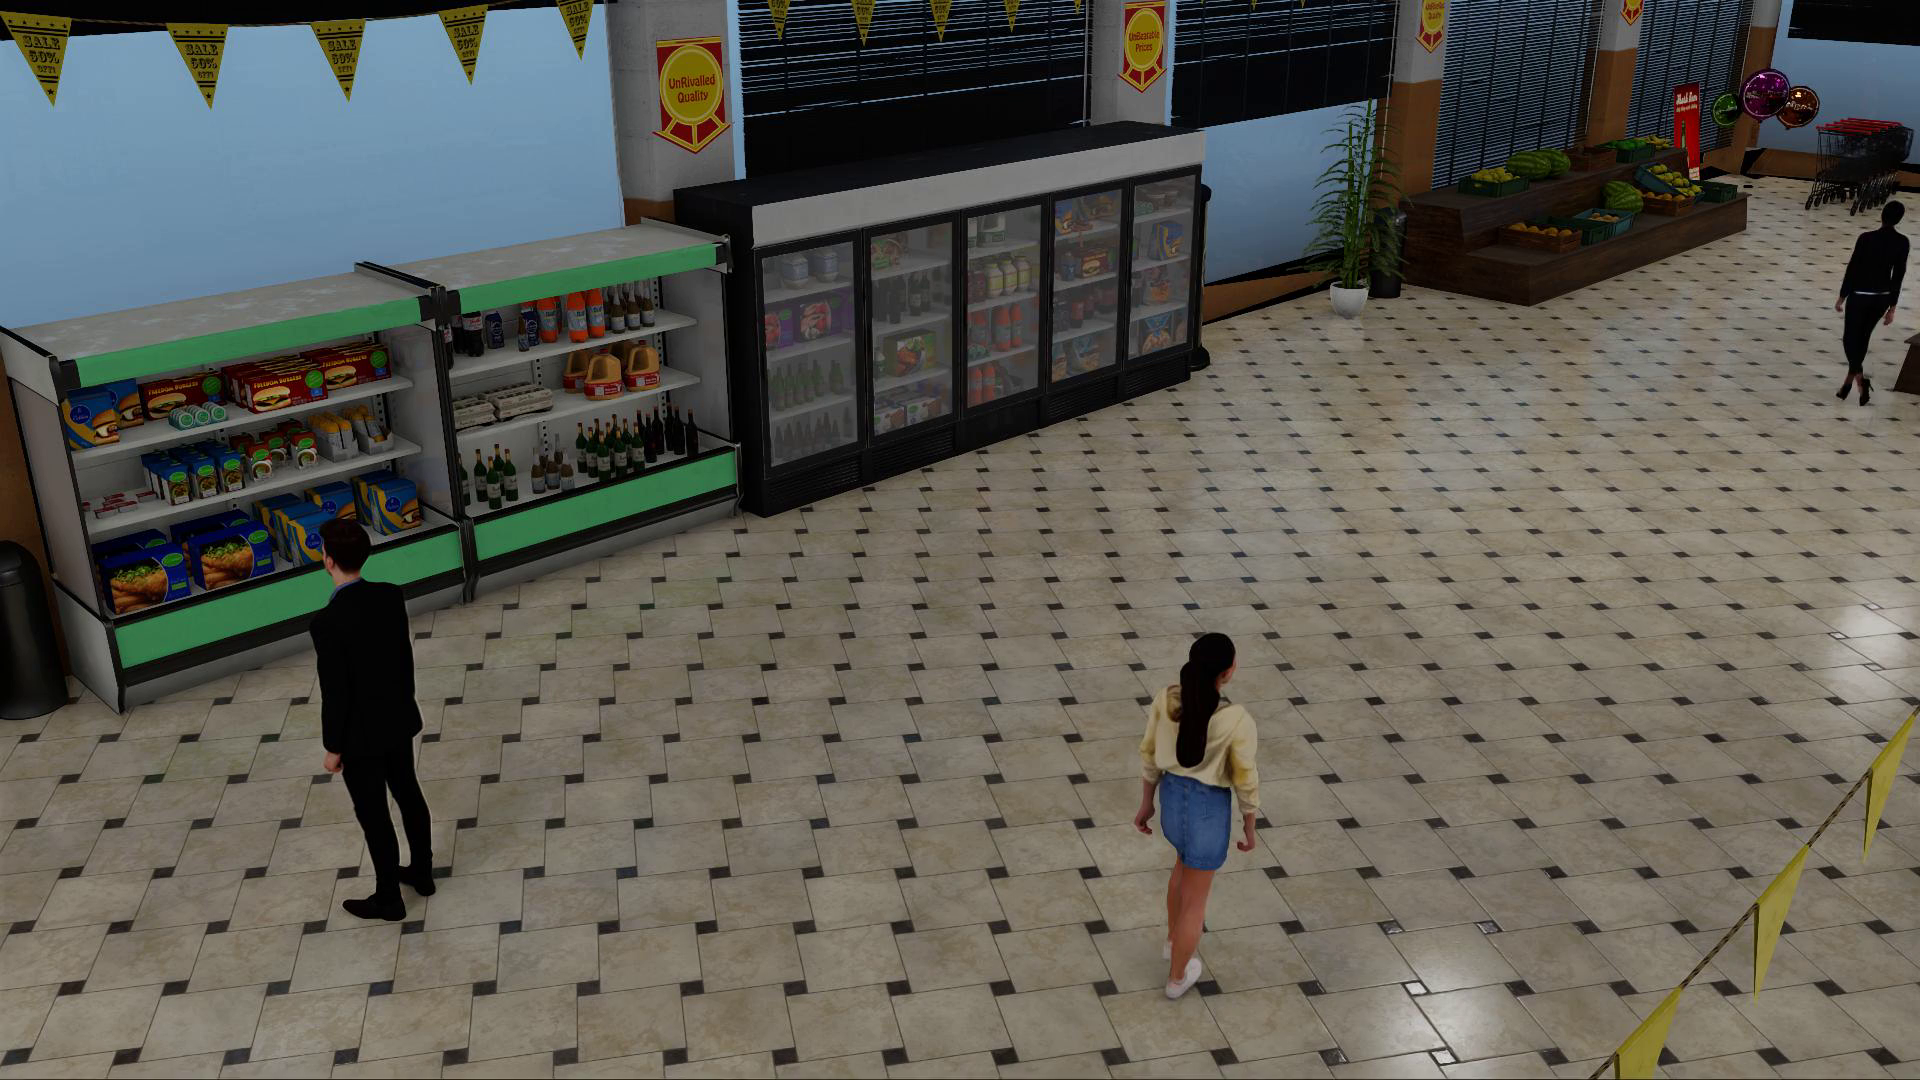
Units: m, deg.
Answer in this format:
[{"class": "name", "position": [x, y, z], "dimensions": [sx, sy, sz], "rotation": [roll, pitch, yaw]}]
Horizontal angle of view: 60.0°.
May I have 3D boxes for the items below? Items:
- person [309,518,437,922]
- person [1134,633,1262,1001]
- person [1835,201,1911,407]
[{"class": "person", "position": [-2.597, 0.798, 7.349], "dimensions": [0.835, 1.892, 0.675], "rotation": [9, 24, 22]}, {"class": "person", "position": [0.921, 1.166, 6.801], "dimensions": [0.705, 1.618, 0.672], "rotation": [15, 26, 32]}, {"class": "person", "position": [7.877, -1.987, 14.394], "dimensions": [1.002, 1.807, 1.149], "rotation": [4, 22, 9]}]
